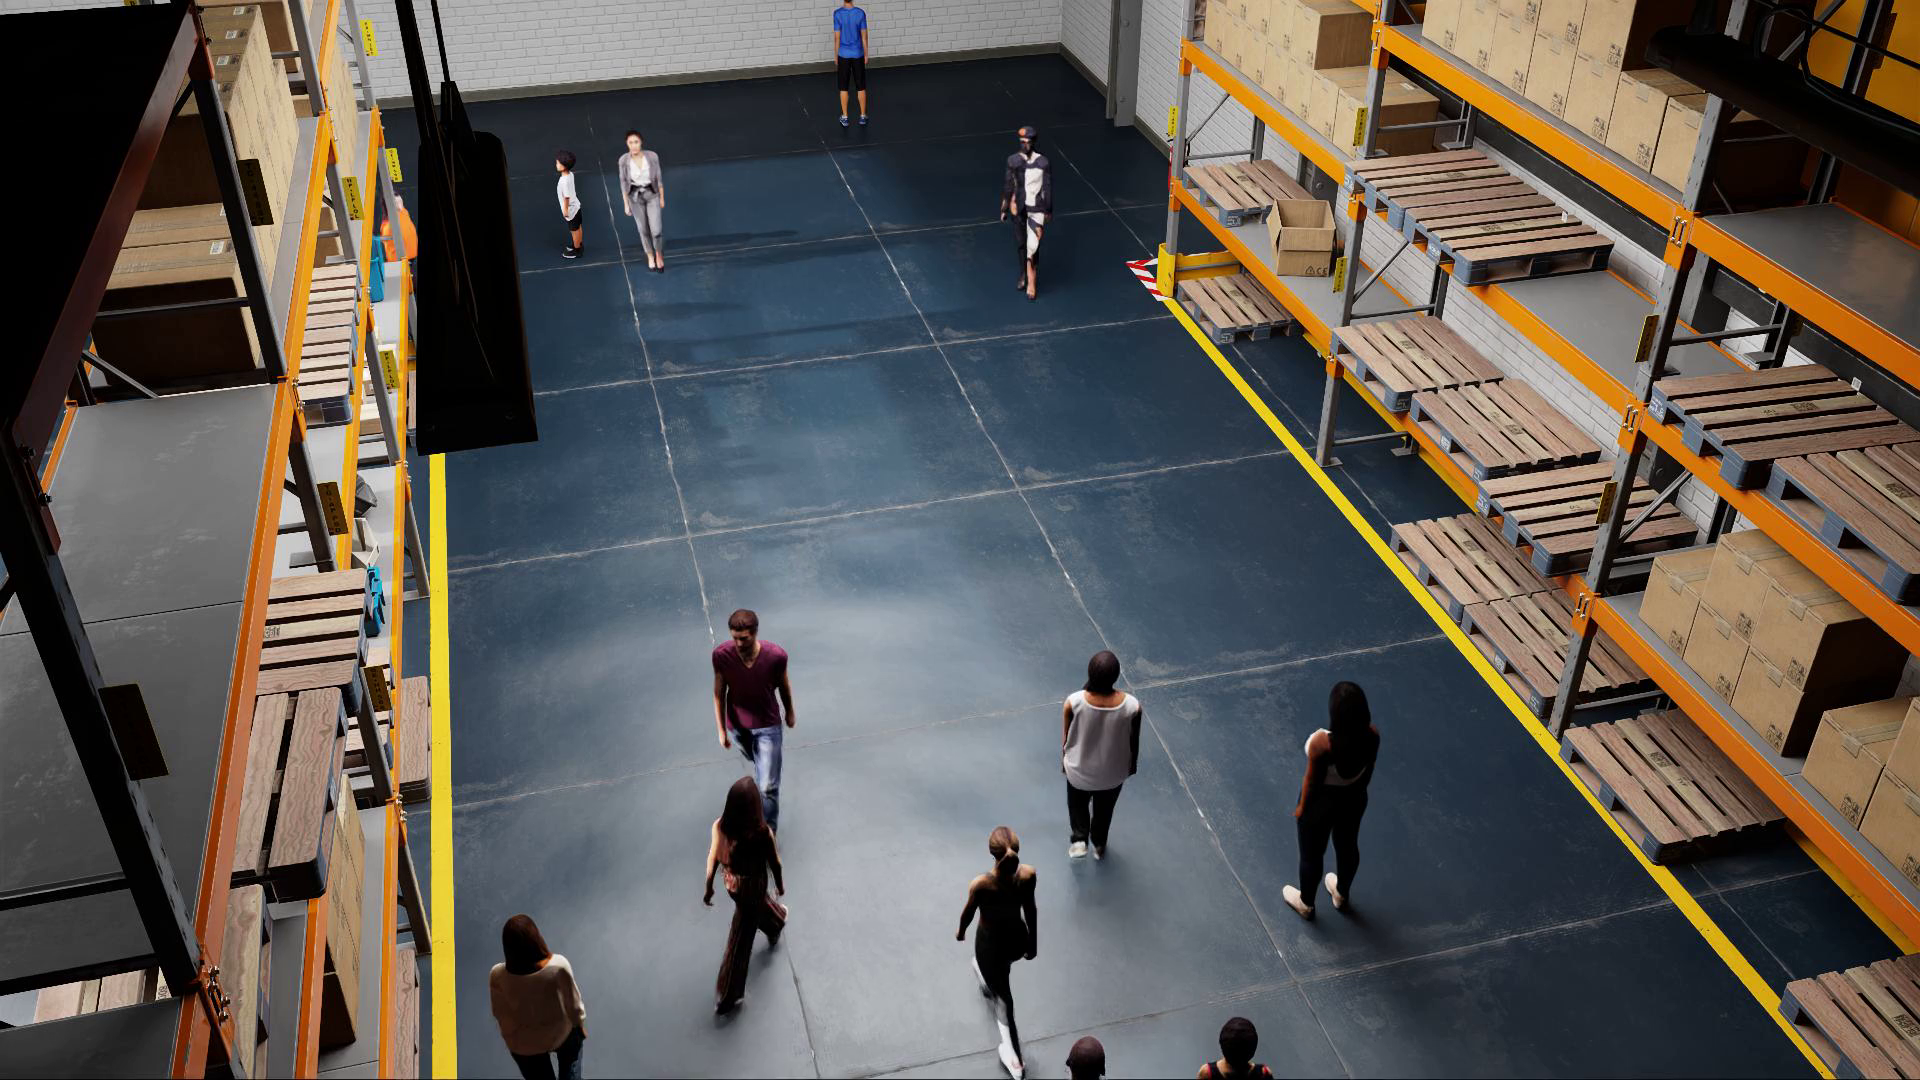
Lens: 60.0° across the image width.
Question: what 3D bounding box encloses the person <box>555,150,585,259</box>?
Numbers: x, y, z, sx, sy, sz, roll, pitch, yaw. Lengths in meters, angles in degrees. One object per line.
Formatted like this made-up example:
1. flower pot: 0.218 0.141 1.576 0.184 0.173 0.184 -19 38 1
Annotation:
1. person: -4.481 -3.878 19.139 0.607 1.262 0.515 1 34 2

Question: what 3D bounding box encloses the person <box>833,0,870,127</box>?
1. person: -1.494 -6.615 22.711 0.638 1.867 0.580 -5 34 -7

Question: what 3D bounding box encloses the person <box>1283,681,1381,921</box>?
1. person: 2.338 1.629 10.364 0.638 1.805 0.600 -10 35 -15

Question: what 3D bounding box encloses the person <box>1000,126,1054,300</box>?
1. person: 0.771 -3.639 18.227 0.911 1.874 0.975 10 35 14

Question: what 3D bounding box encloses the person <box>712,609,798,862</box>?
1. person: -1.359 1.154 11.090 0.974 1.791 1.280 3 34 5

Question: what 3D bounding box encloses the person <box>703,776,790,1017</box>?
1. person: -1.307 2.123 9.880 1.023 1.518 1.186 12 35 17

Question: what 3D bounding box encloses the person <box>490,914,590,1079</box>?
1. person: -2.228 2.692 8.883 0.642 1.673 0.637 -6 34 -9

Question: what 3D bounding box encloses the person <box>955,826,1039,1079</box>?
1. person: 0.266 2.369 9.383 0.669 1.657 1.110 -14 36 -19

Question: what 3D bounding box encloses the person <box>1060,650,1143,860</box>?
1. person: 0.876 1.451 10.749 0.776 1.674 0.828 3 34 5

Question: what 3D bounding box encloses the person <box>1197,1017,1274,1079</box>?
1. person: 1.366 3.003 8.524 0.596 1.553 0.581 1 34 1

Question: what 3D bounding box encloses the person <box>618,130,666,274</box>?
1. person: -3.560 -3.832 18.709 0.637 1.660 0.615 -6 34 -9
